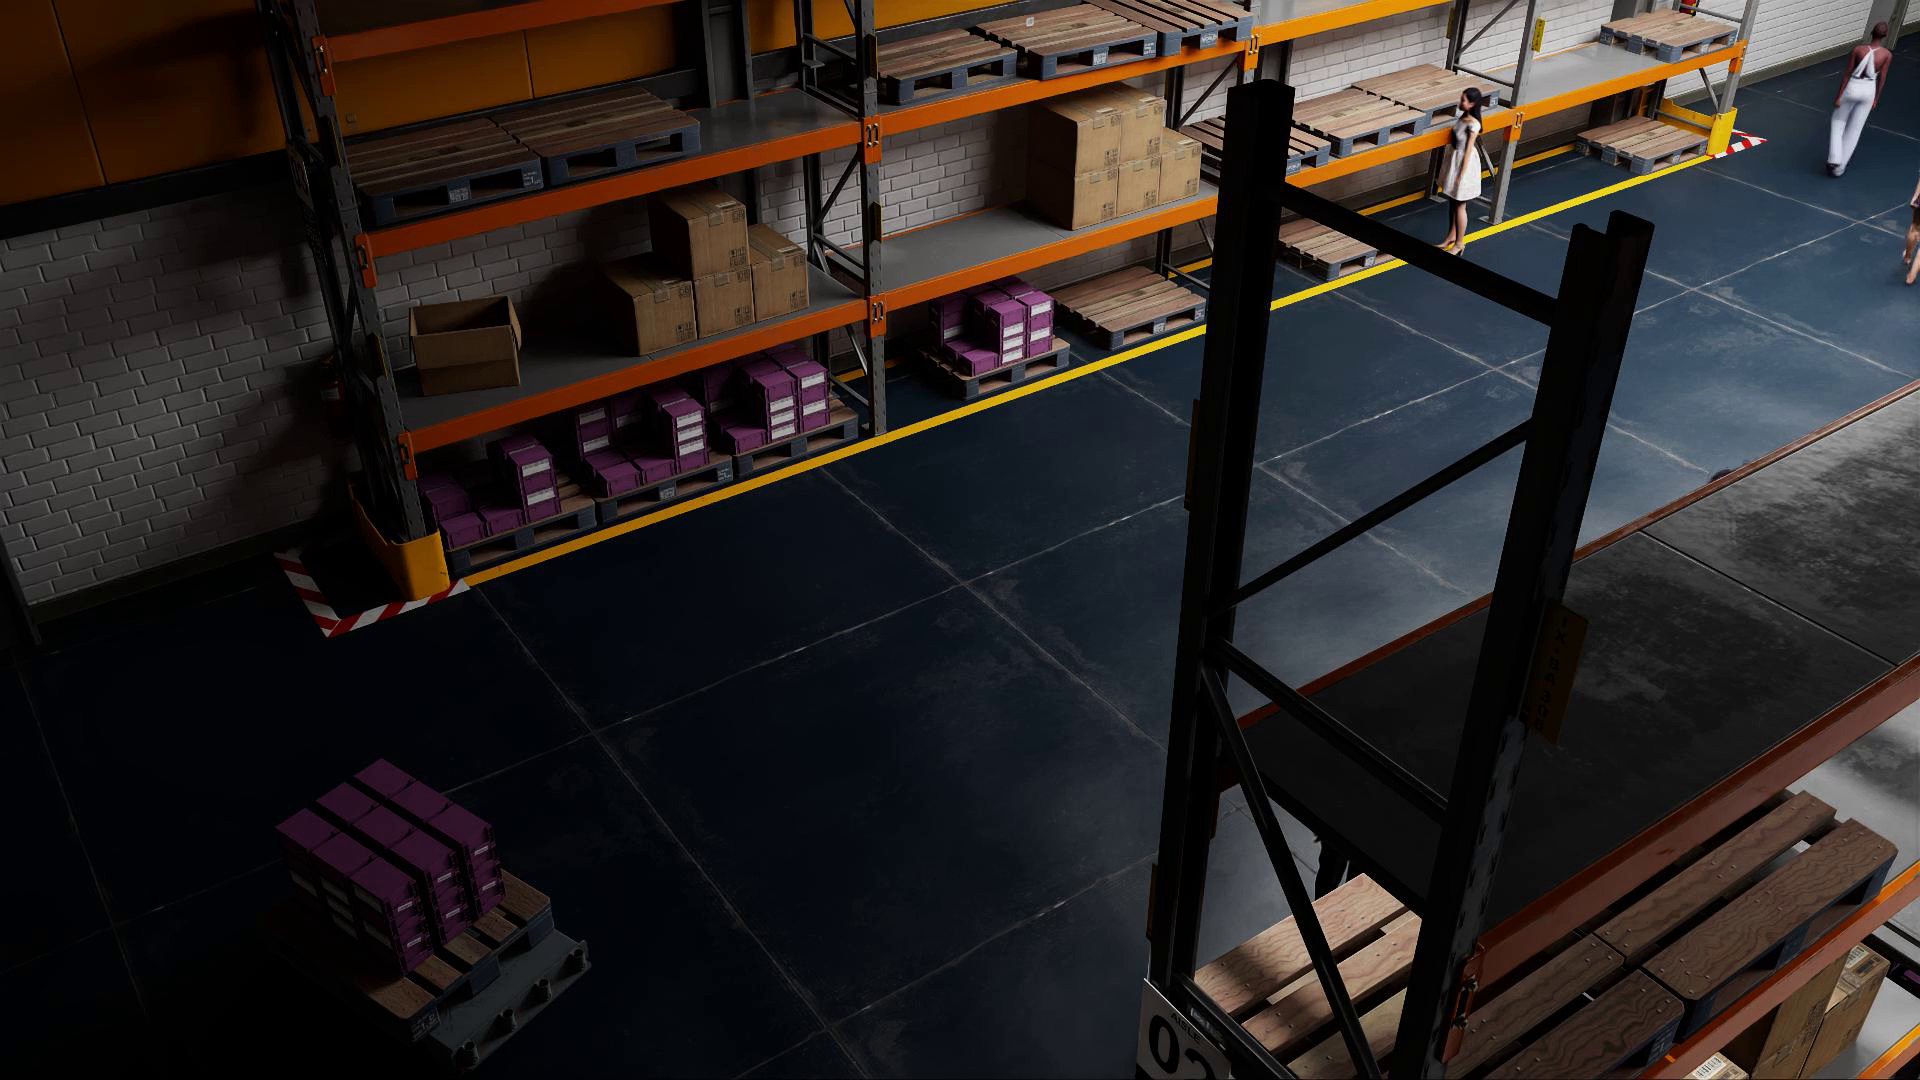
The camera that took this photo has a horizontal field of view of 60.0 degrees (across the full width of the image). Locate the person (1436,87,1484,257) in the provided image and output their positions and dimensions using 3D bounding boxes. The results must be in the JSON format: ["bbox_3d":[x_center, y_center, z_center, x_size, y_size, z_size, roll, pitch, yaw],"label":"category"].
[{"bbox_3d":[5.121,-3.756,17.017,0.816,1.769,0.782,0,34,0],"label":"person"}]

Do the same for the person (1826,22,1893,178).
[{"bbox_3d":[10.134,-4.937,18.790,0.738,1.772,0.792,13,36,19],"label":"person"}]

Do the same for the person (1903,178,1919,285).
[{"bbox_3d":[9.663,-3.334,16.462,0.837,1.679,1.040,20,38,27],"label":"person"}]
